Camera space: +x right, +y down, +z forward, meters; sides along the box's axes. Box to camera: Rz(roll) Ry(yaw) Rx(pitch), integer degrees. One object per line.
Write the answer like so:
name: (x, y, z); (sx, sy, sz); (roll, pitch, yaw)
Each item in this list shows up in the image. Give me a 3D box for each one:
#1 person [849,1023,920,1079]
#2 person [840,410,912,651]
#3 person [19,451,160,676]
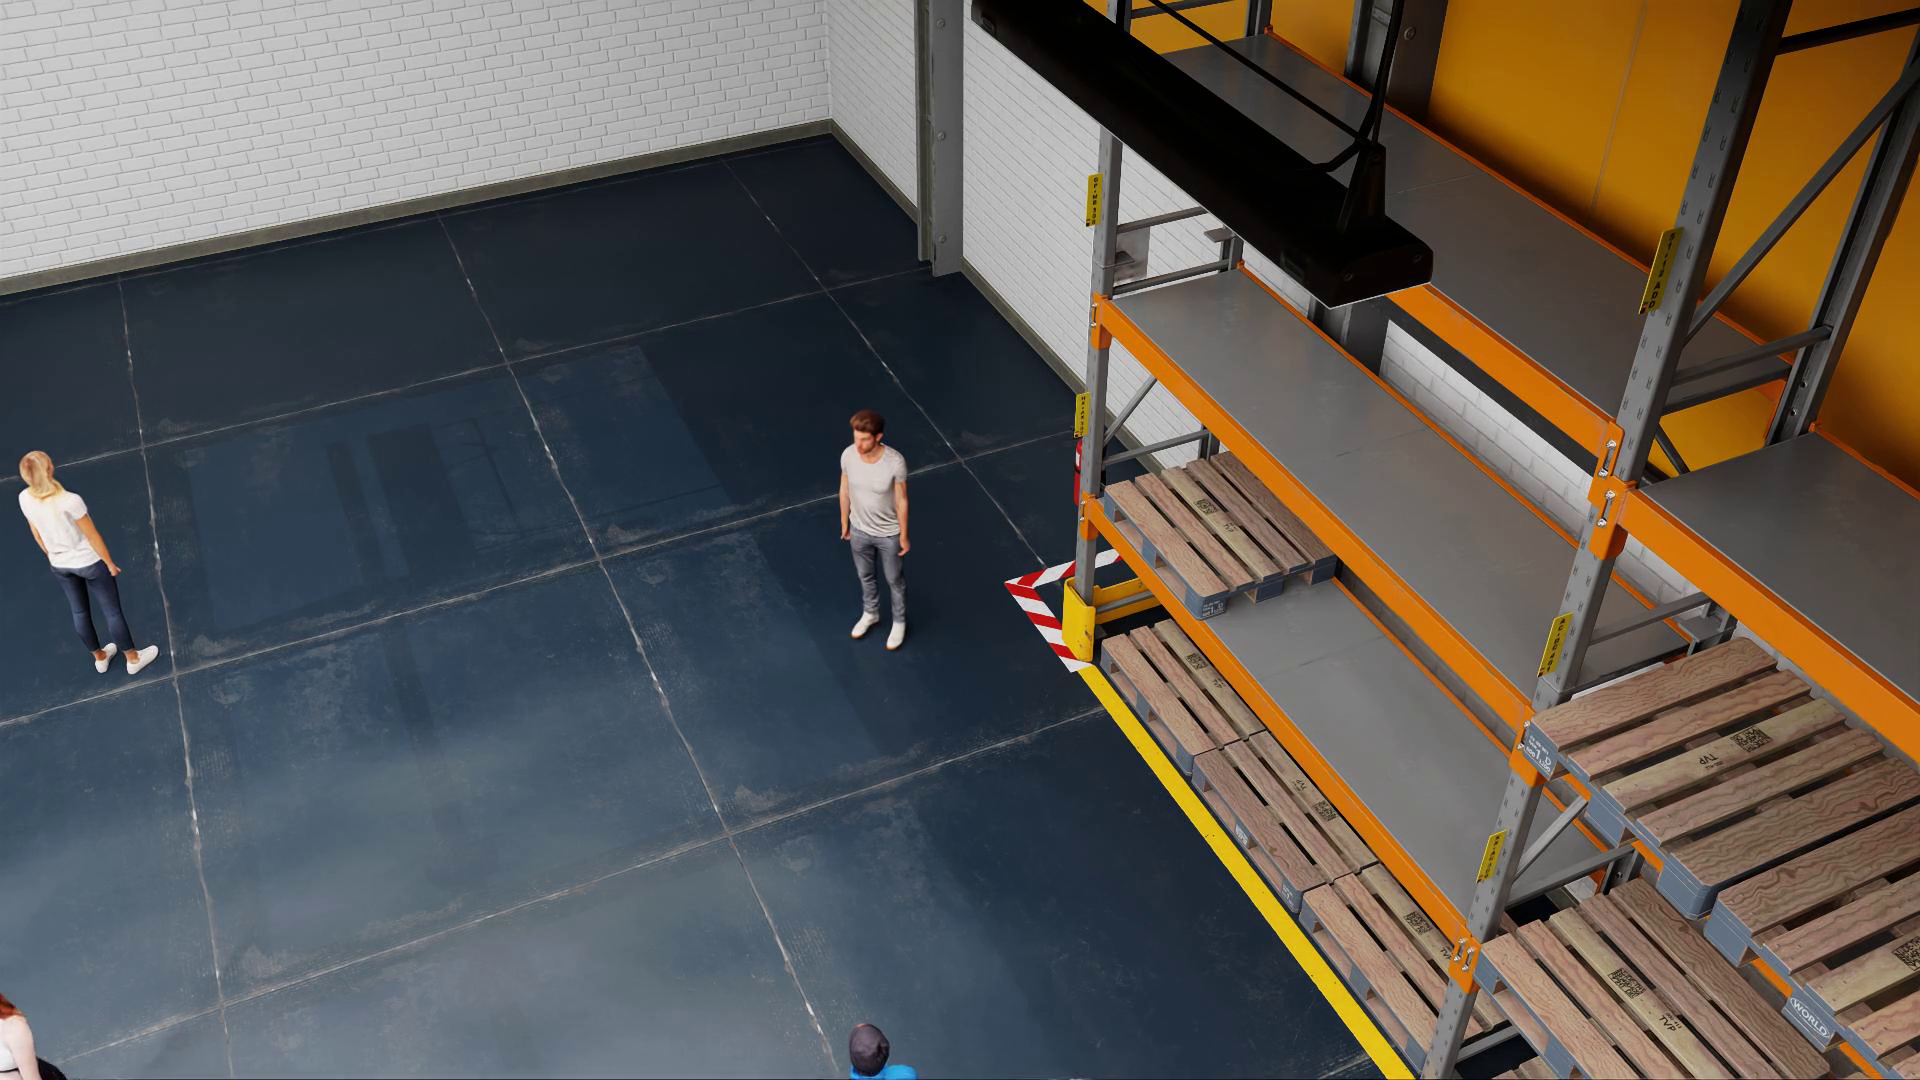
person: (-0.383, 2.843, 7.668); (0.619, 1.793, 0.529); (-19, 42, -22)
person: (-0.557, -0.099, 11.275); (0.743, 1.889, 0.802); (13, 40, 16)
person: (-5.834, 0.163, 11.011); (0.662, 1.809, 0.666); (3, 39, 4)
